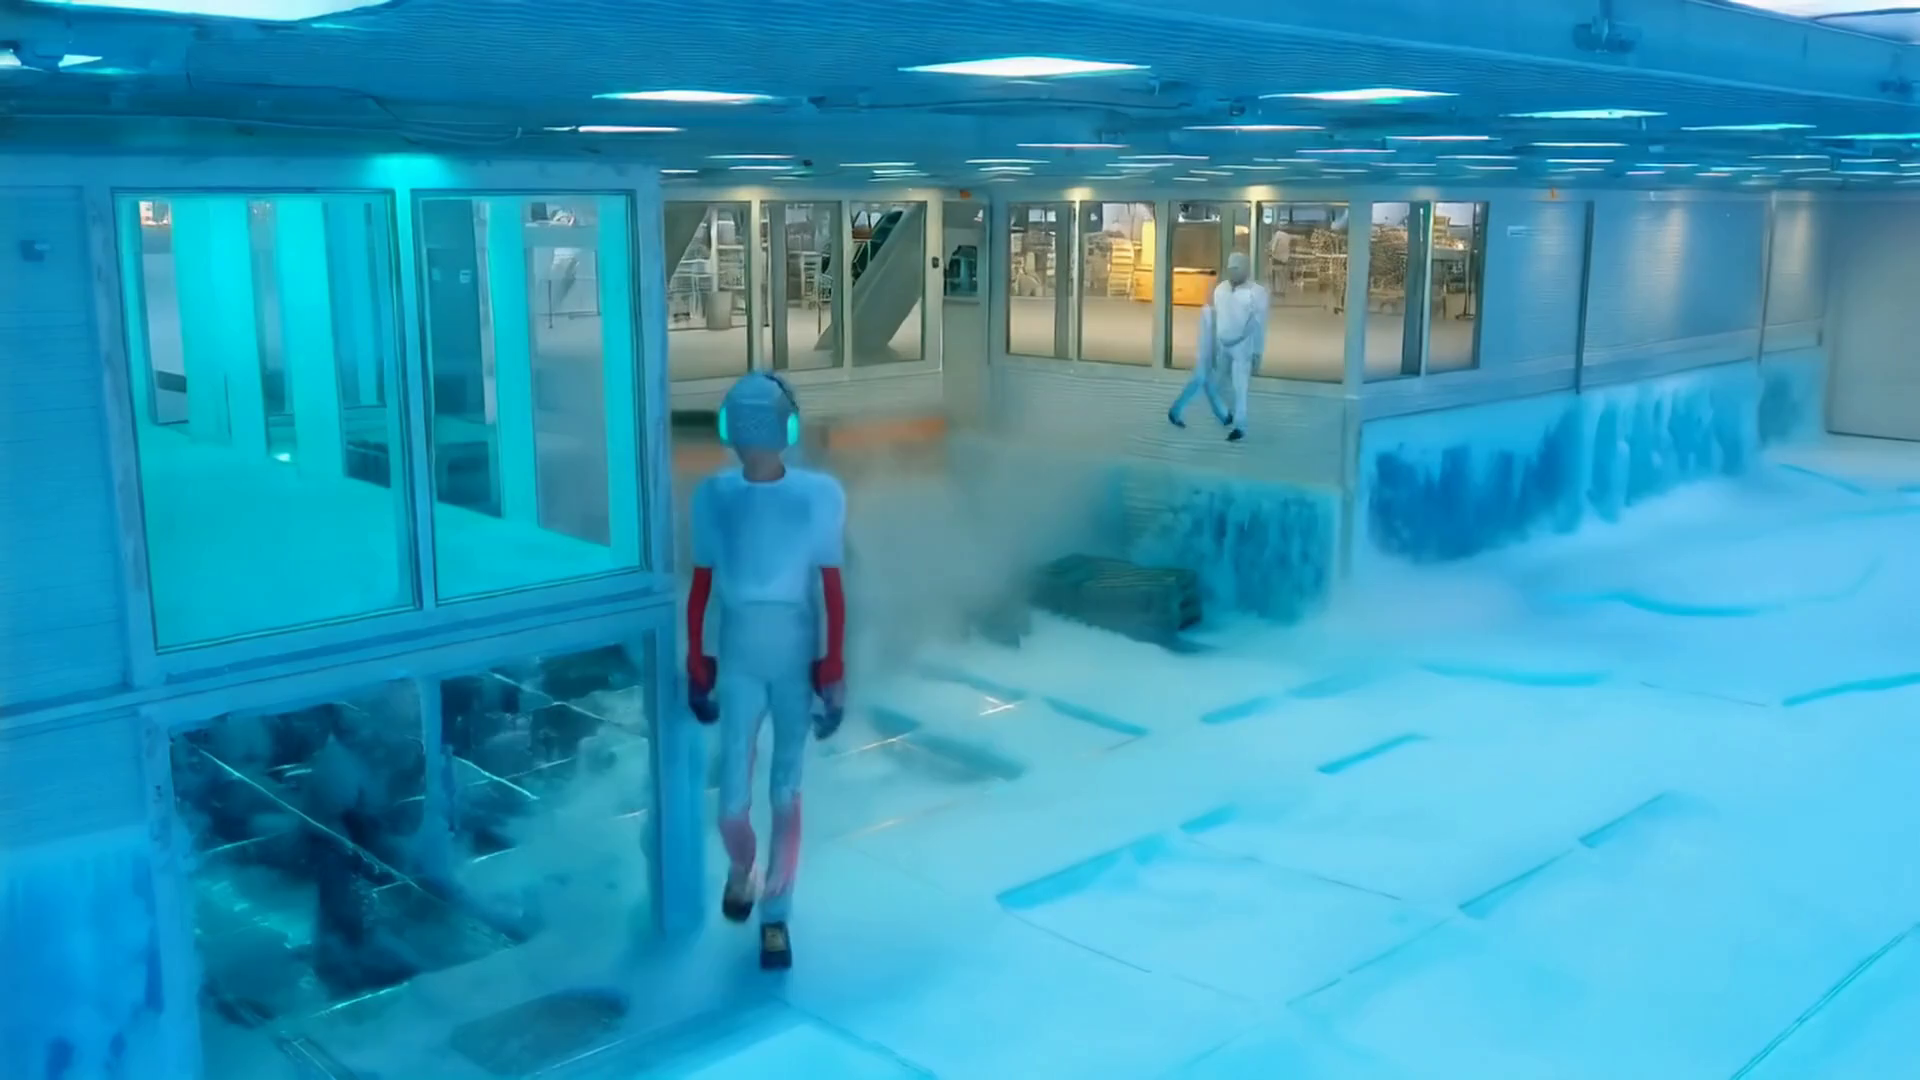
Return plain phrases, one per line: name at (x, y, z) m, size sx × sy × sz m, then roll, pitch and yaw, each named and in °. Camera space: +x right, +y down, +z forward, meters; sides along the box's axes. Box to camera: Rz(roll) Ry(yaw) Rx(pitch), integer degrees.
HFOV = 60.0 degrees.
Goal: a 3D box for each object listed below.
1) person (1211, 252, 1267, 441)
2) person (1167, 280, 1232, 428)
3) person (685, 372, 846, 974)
person at (2.813, -1.950, 16.789) m, size 0.651 × 1.892 × 0.517 m, roll 10°, pitch 15°, yaw 42°
person at (2.602, -1.963, 17.634) m, size 0.860 × 1.586 × 0.510 m, roll -1°, pitch 11°, yaw -4°
person at (-0.593, 0.402, 5.127) m, size 0.498 × 1.848 × 0.477 m, roll -1°, pitch 11°, yaw -5°
